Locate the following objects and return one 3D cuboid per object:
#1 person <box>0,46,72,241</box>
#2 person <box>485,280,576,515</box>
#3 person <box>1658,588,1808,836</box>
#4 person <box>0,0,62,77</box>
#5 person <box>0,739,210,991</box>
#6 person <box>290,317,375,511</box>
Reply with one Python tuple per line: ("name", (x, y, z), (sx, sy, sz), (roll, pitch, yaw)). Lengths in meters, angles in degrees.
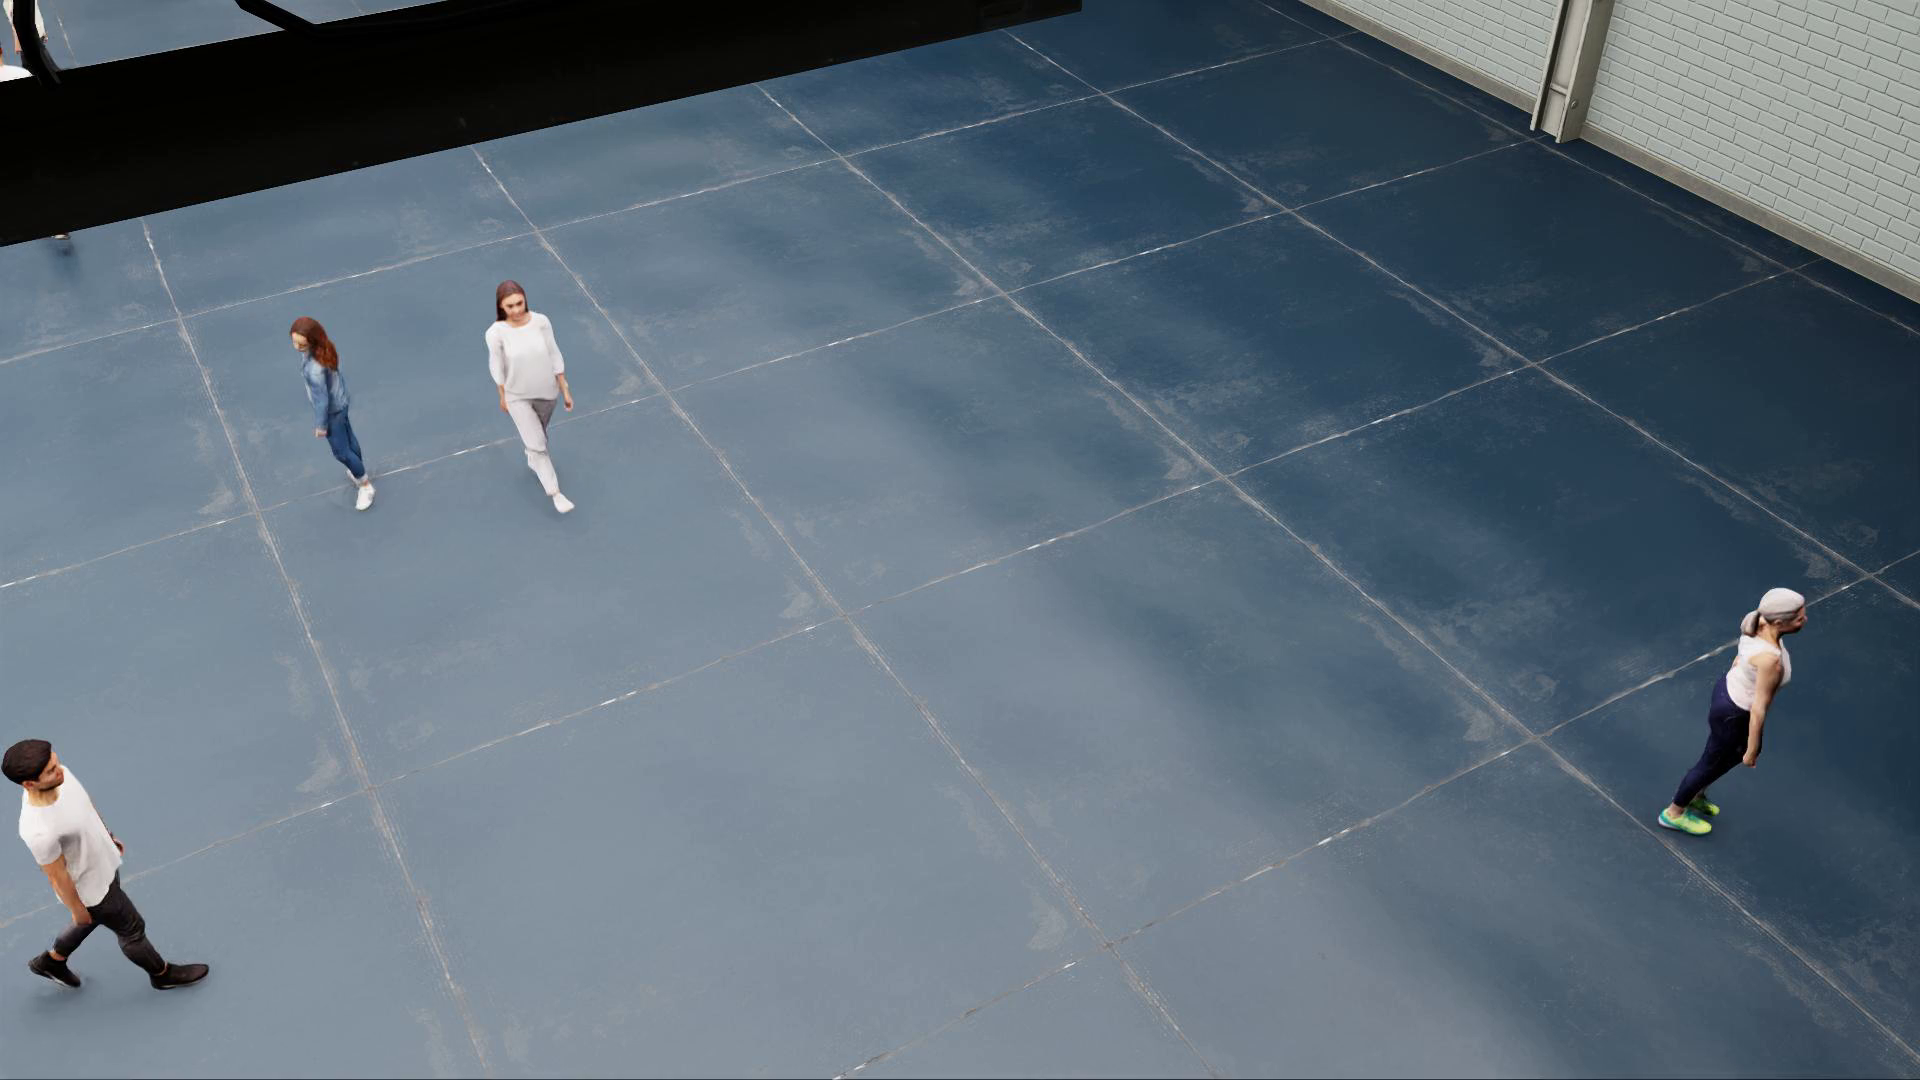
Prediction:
("person", (-7.887, -3.352, 14.032), (0.695, 1.768, 1.131), (-17, 41, -20))
("person", (-2.906, -1.024, 11.164), (0.684, 1.637, 1.098), (-25, 44, -28))
("person", (3.942, 0.897, 8.666), (0.819, 1.689, 0.760), (9, 39, 12))
("person", (-8.936, -4.864, 16.146), (0.886, 1.547, 1.005), (-6, 39, -8))
("person", (-4.171, 1.559, 7.808), (0.815, 1.704, 0.999), (-10, 39, -13))
("person", (-4.215, -0.935, 11.196), (0.786, 1.458, 0.526), (-1, 38, -2))
